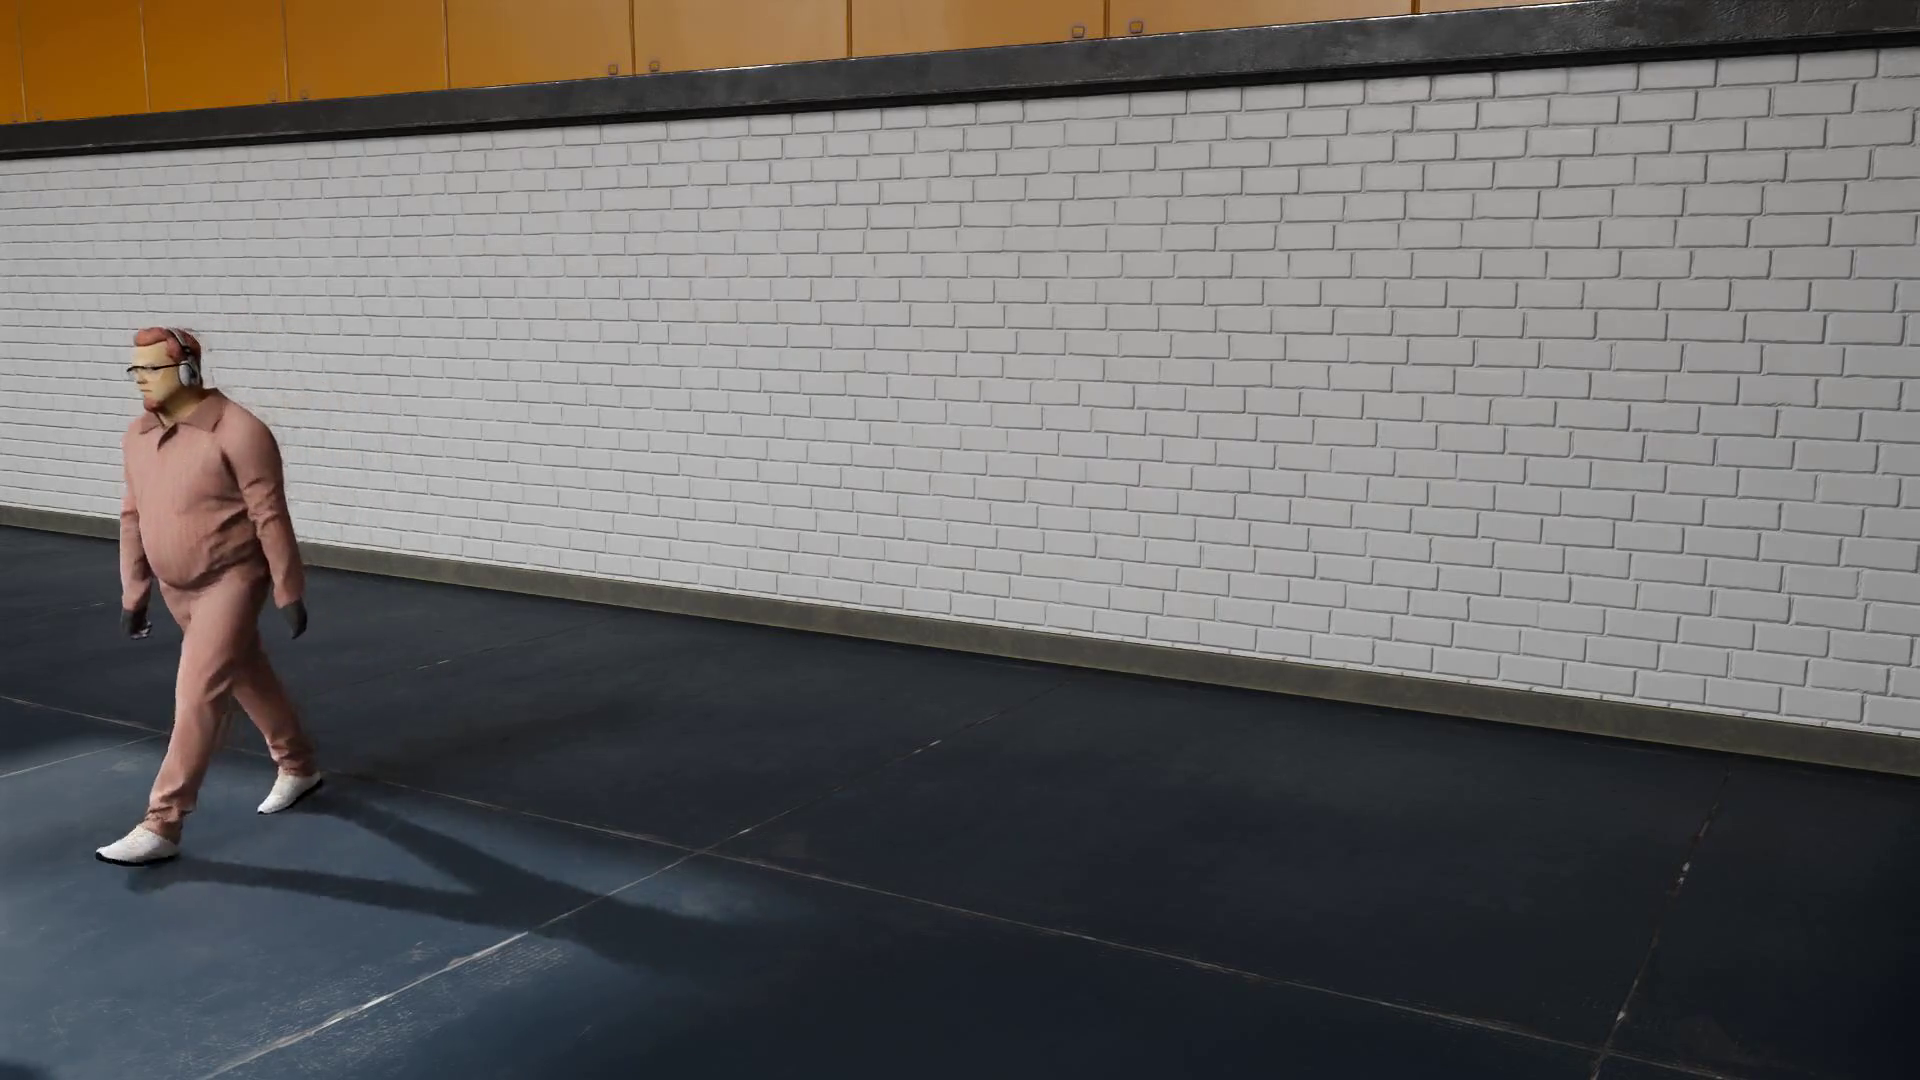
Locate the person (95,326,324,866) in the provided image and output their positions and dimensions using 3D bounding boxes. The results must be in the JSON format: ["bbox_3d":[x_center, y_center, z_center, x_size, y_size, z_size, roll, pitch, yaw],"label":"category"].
[{"bbox_3d":[-2.688,0.165,5.919,0.657,1.843,1.050,5,10,26],"label":"person"}]
